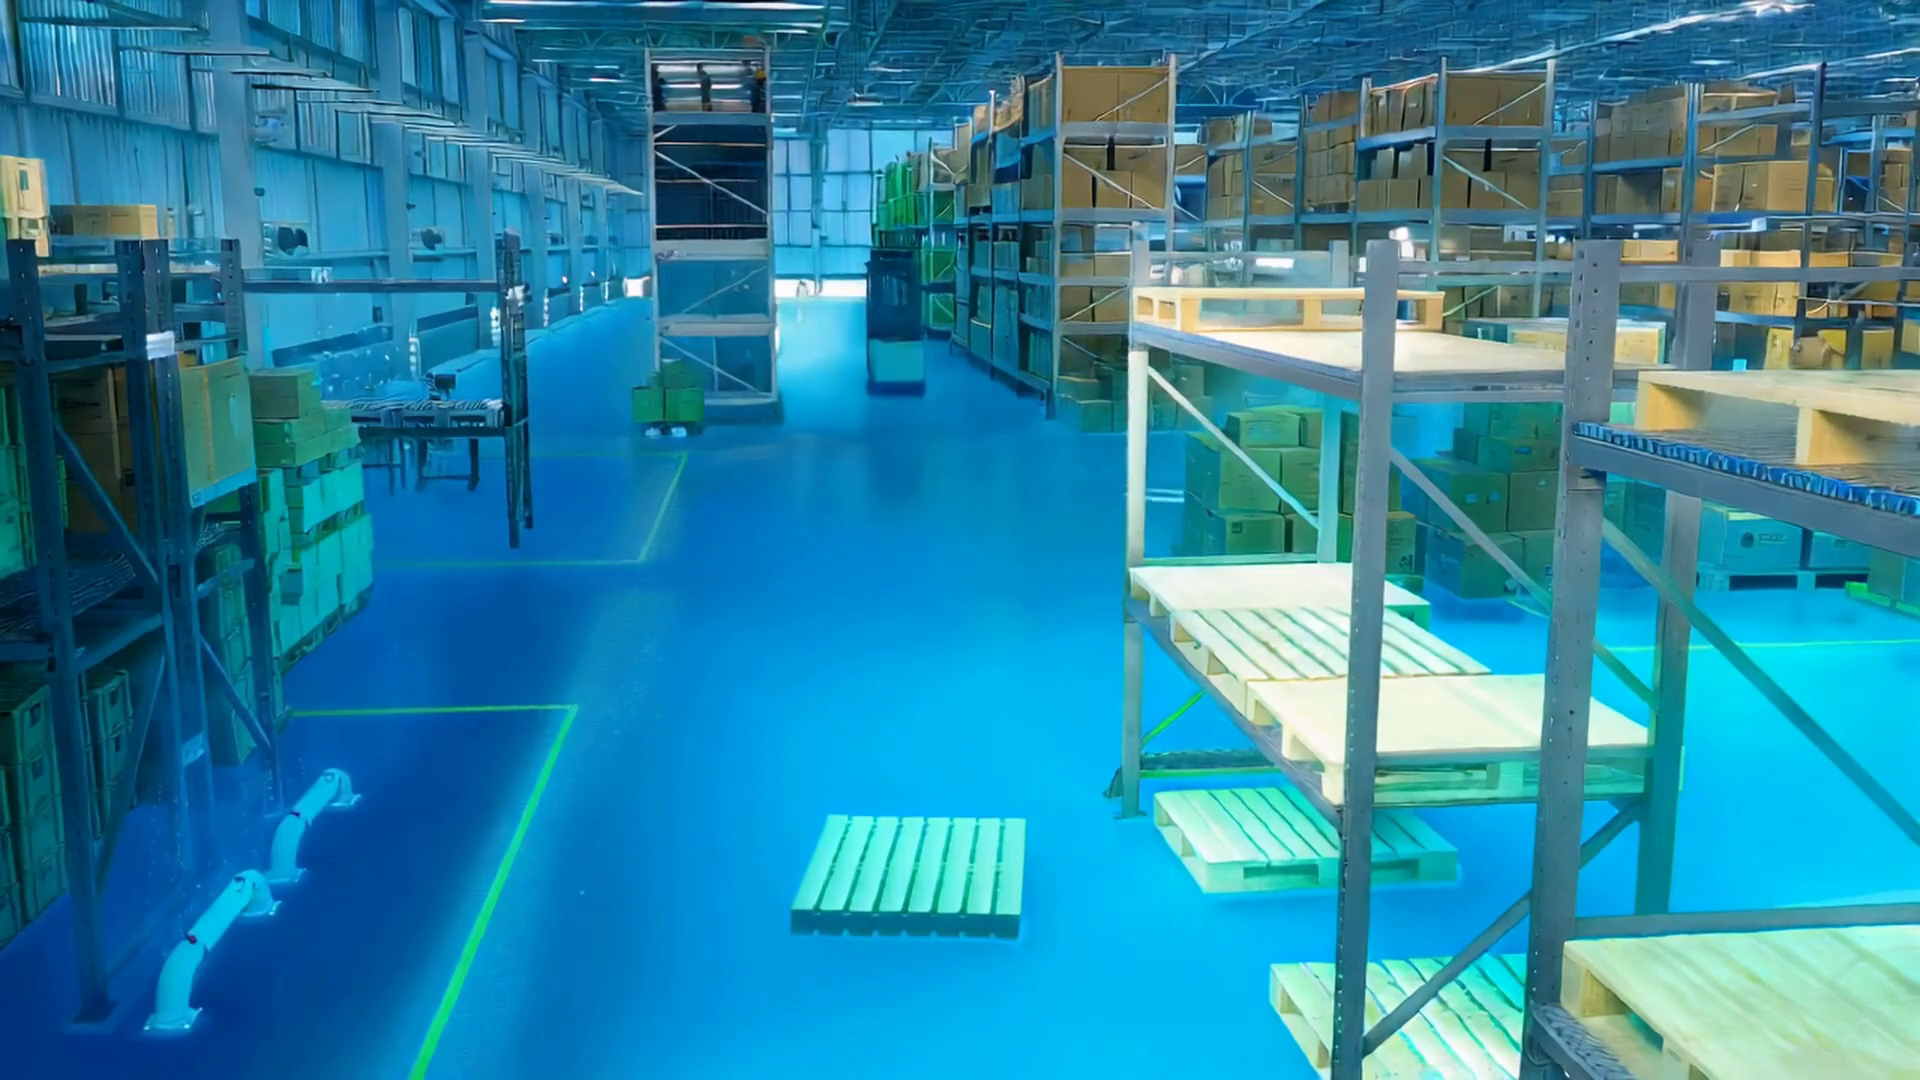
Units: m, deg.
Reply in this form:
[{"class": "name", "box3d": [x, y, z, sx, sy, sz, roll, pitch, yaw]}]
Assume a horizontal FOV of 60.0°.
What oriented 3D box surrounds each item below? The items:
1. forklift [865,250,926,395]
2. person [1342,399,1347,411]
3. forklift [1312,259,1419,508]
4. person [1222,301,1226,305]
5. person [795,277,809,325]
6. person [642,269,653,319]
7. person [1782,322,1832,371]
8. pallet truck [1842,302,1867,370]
[{"class": "forklift", "box3d": [-1.282, -4.310, 32.815, 1.129, 2.768, 1.873, -1, 10, -6]}, {"class": "person", "box3d": [3.696, -0.735, 16.414, 0.890, 1.644, 0.548, -2, 11, -14]}, {"class": "forklift", "box3d": [4.186, -1.787, 18.836, 1.873, 2.768, 1.129, 0, 10, 2]}, {"class": "person", "box3d": [9.387, -8.290, 57.781, 0.571, 1.830, 0.548, 0, 10, -2]}, {"class": "person", "box3d": [-5.614, -8.493, 59.168, 0.502, 1.732, 0.416, -4, 11, -19]}, {"class": "person", "box3d": [-12.074, -9.524, 64.445, 0.403, 1.897, 0.654, 8, 13, 38]}, {"class": "person", "box3d": [12.843, -2.406, 25.254, 0.625, 1.809, 0.887, 2, 10, 10]}, {"class": "pallet truck", "box3d": [15.846, -3.142, 28.793, 1.885, 1.965, 0.823, 2, 10, 12]}]
